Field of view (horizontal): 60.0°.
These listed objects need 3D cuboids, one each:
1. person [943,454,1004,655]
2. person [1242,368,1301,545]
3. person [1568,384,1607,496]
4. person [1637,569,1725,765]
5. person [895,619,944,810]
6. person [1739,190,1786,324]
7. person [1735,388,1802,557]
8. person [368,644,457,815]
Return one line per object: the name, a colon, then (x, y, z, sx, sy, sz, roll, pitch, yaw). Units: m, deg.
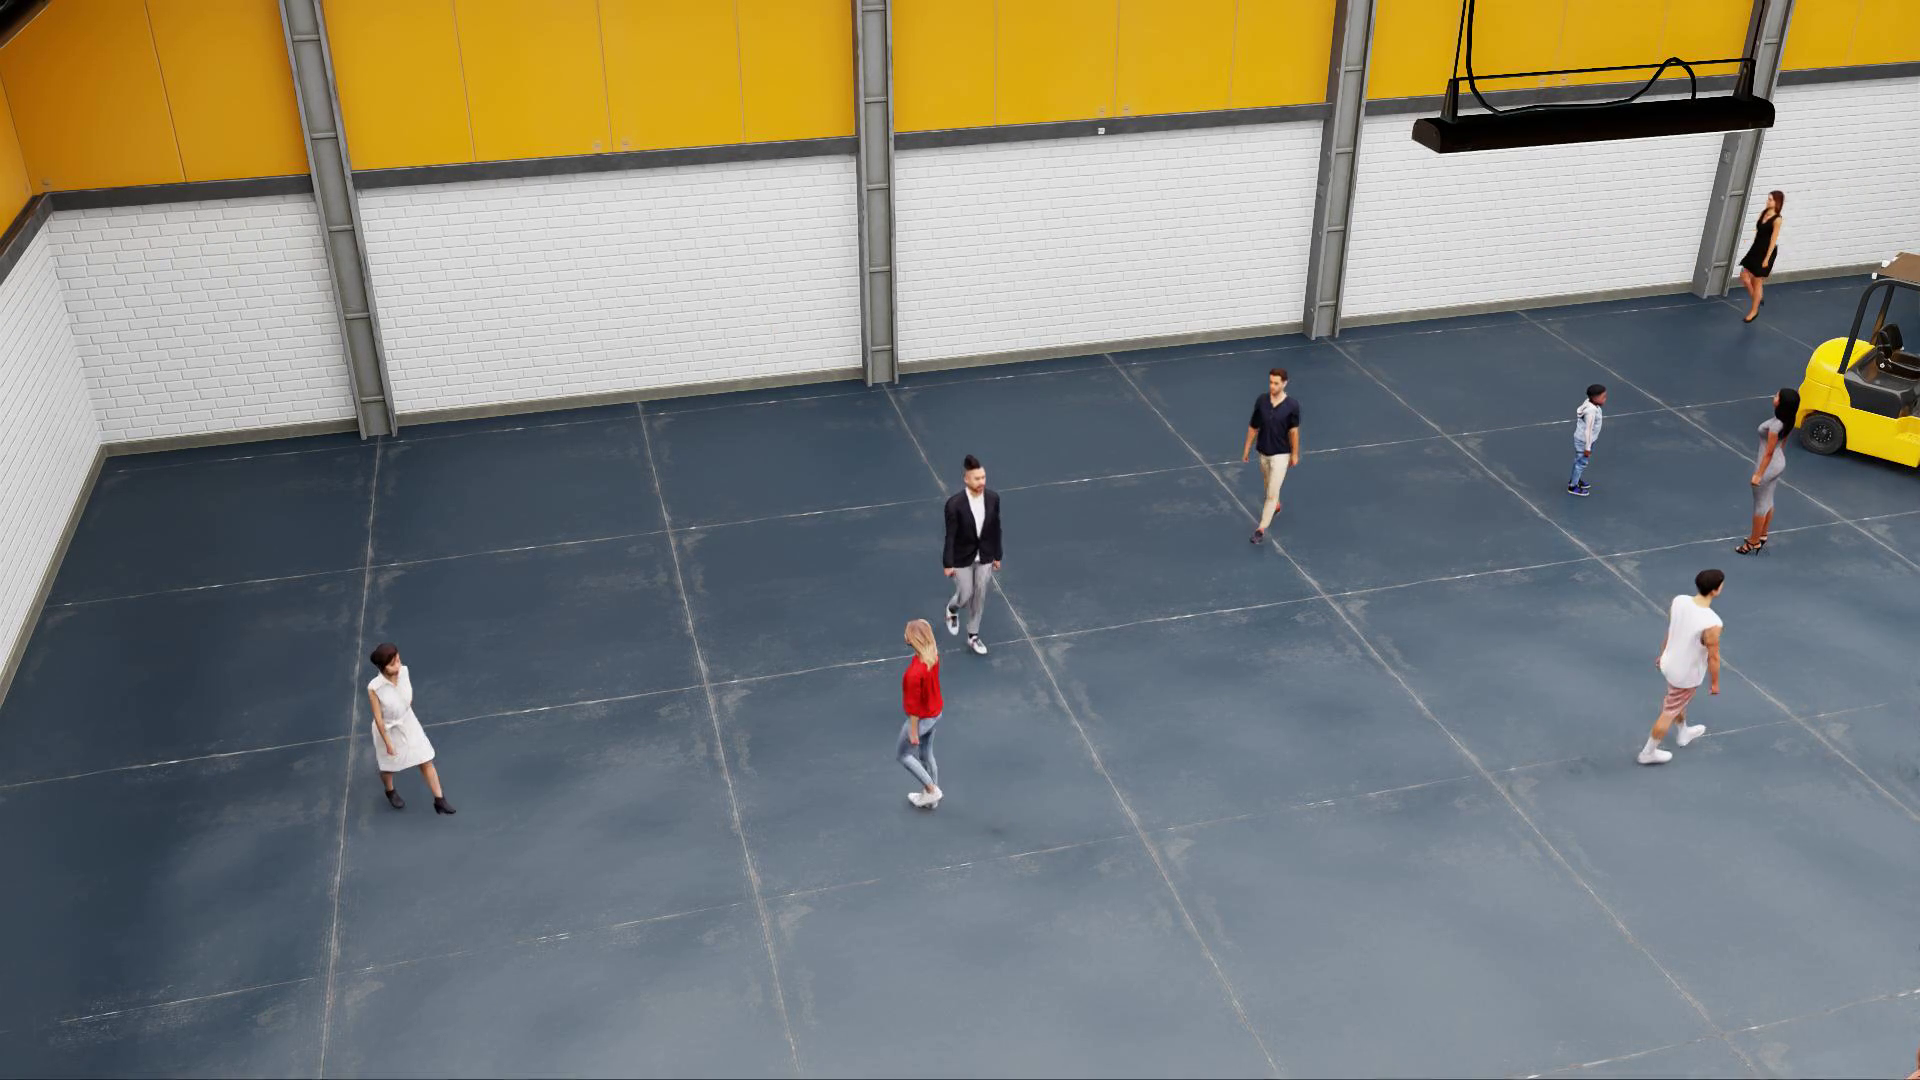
person: (0.057, 0.084, 14.954, 0.808, 1.945, 0.870, -13, 31, -22)
person: (3.222, -0.914, 16.929, 1.133, 1.806, 1.241, 18, 34, 30)
person: (6.704, -1.099, 17.841, 0.618, 1.256, 0.575, 8, 30, 14)
person: (5.740, 1.050, 13.377, 0.929, 1.760, 0.650, -8, 30, -14)
person: (-0.222, 1.393, 12.819, 0.786, 1.691, 0.744, 11, 31, 20)
person: (10.734, -3.749, 22.106, 0.648, 1.824, 0.605, -6, 29, -10)
person: (8.044, -0.680, 16.525, 0.610, 1.781, 0.720, -24, 37, -37)
person: (-4.423, 1.462, 12.869, 0.962, 1.522, 0.927, 18, 33, 30)
